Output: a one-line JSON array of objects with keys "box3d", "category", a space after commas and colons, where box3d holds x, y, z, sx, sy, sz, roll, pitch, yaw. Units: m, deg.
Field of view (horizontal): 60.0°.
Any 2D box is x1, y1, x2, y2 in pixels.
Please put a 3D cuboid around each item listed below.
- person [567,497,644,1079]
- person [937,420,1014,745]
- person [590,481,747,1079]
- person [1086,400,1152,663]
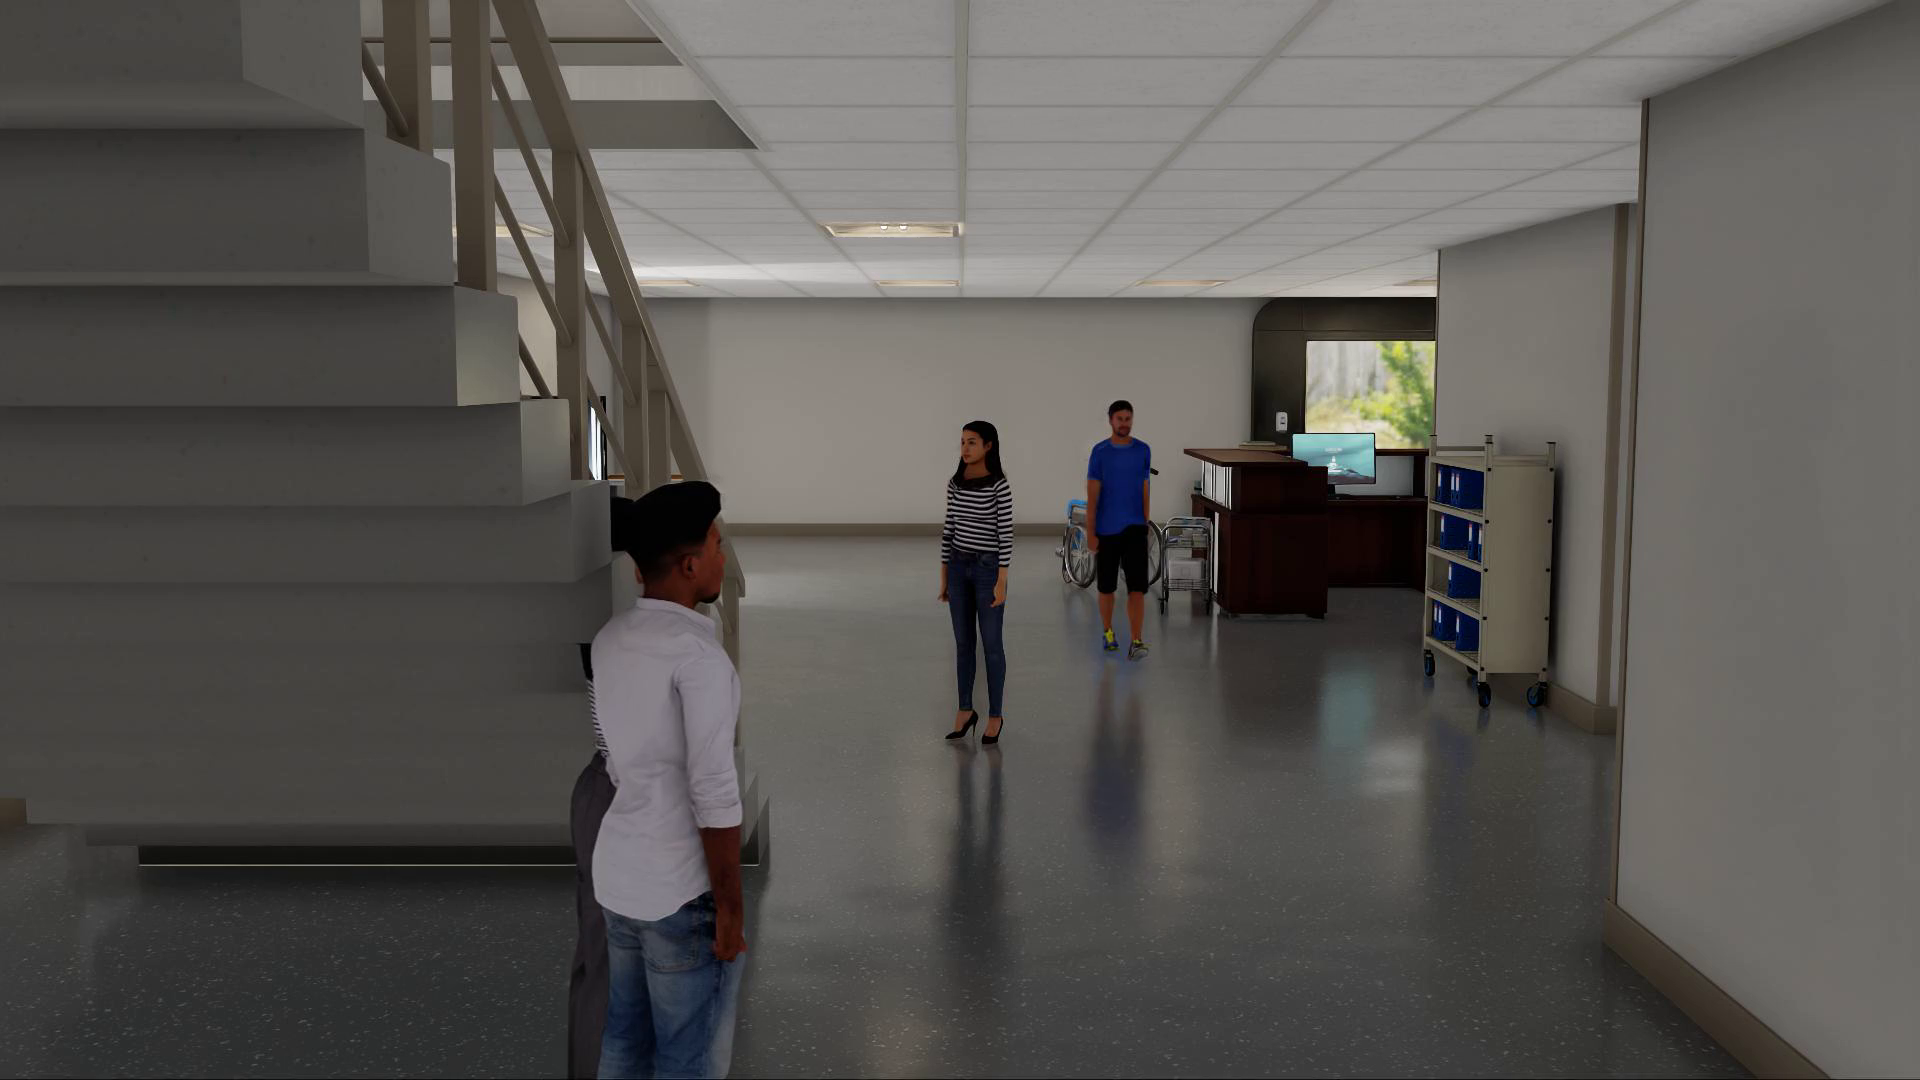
[{"box3d": [-0.923, 0.749, 4.427, 0.714, 1.729, 0.568, -2, 6, -15], "category": "person"}, {"box3d": [0.100, 0.230, 9.246, 0.643, 1.797, 0.658, 4, 7, 34], "category": "person"}, {"box3d": [-0.690, 0.761, 3.877, 0.799, 1.815, 0.731, -5, 8, -42], "category": "person"}, {"box3d": [1.121, -0.044, 11.899, 0.703, 1.811, 1.229, 0, 6, -5], "category": "person"}]
